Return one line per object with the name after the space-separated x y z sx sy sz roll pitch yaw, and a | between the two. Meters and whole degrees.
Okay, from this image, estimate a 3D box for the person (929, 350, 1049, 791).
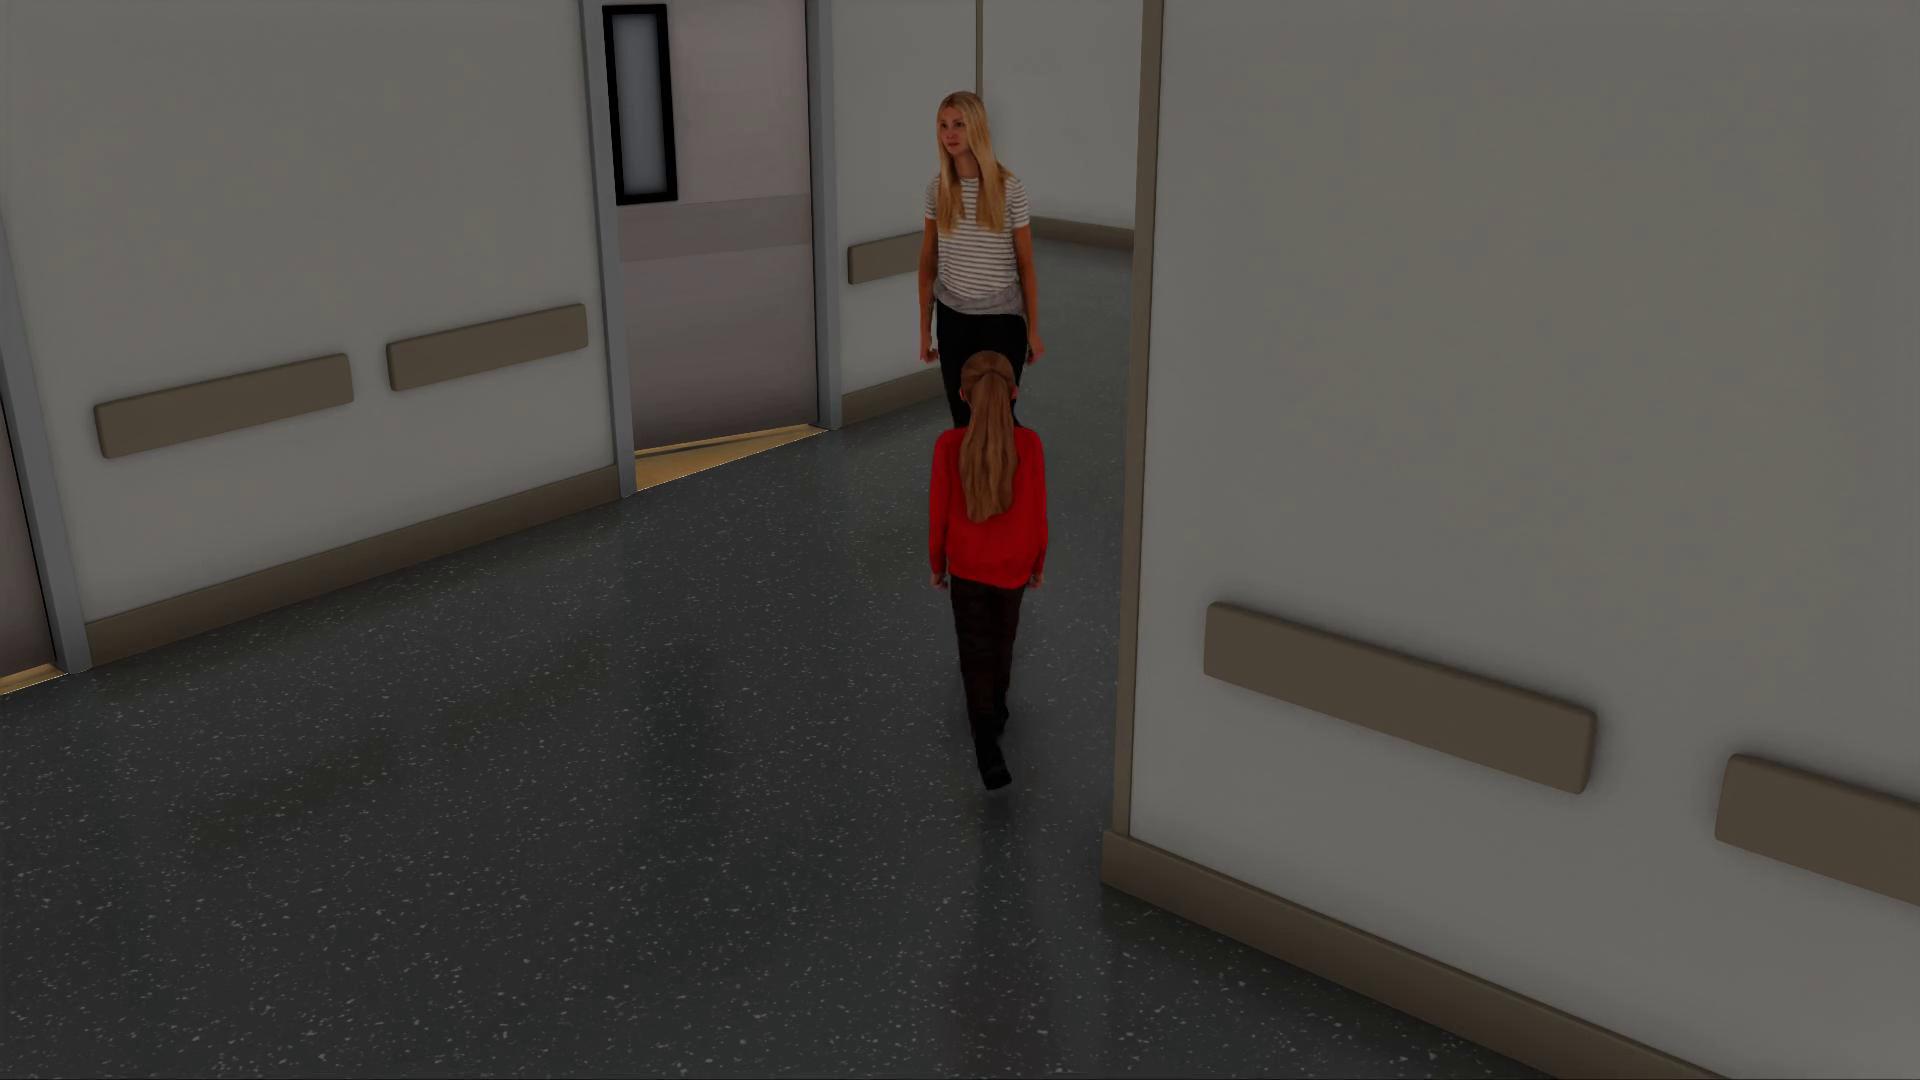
0.093 0.106 4.851 0.894 1.259 0.935 -3 21 -7 | person

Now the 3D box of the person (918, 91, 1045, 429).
0.114 -0.848 6.589 0.779 1.812 0.850 5 21 13 | person
